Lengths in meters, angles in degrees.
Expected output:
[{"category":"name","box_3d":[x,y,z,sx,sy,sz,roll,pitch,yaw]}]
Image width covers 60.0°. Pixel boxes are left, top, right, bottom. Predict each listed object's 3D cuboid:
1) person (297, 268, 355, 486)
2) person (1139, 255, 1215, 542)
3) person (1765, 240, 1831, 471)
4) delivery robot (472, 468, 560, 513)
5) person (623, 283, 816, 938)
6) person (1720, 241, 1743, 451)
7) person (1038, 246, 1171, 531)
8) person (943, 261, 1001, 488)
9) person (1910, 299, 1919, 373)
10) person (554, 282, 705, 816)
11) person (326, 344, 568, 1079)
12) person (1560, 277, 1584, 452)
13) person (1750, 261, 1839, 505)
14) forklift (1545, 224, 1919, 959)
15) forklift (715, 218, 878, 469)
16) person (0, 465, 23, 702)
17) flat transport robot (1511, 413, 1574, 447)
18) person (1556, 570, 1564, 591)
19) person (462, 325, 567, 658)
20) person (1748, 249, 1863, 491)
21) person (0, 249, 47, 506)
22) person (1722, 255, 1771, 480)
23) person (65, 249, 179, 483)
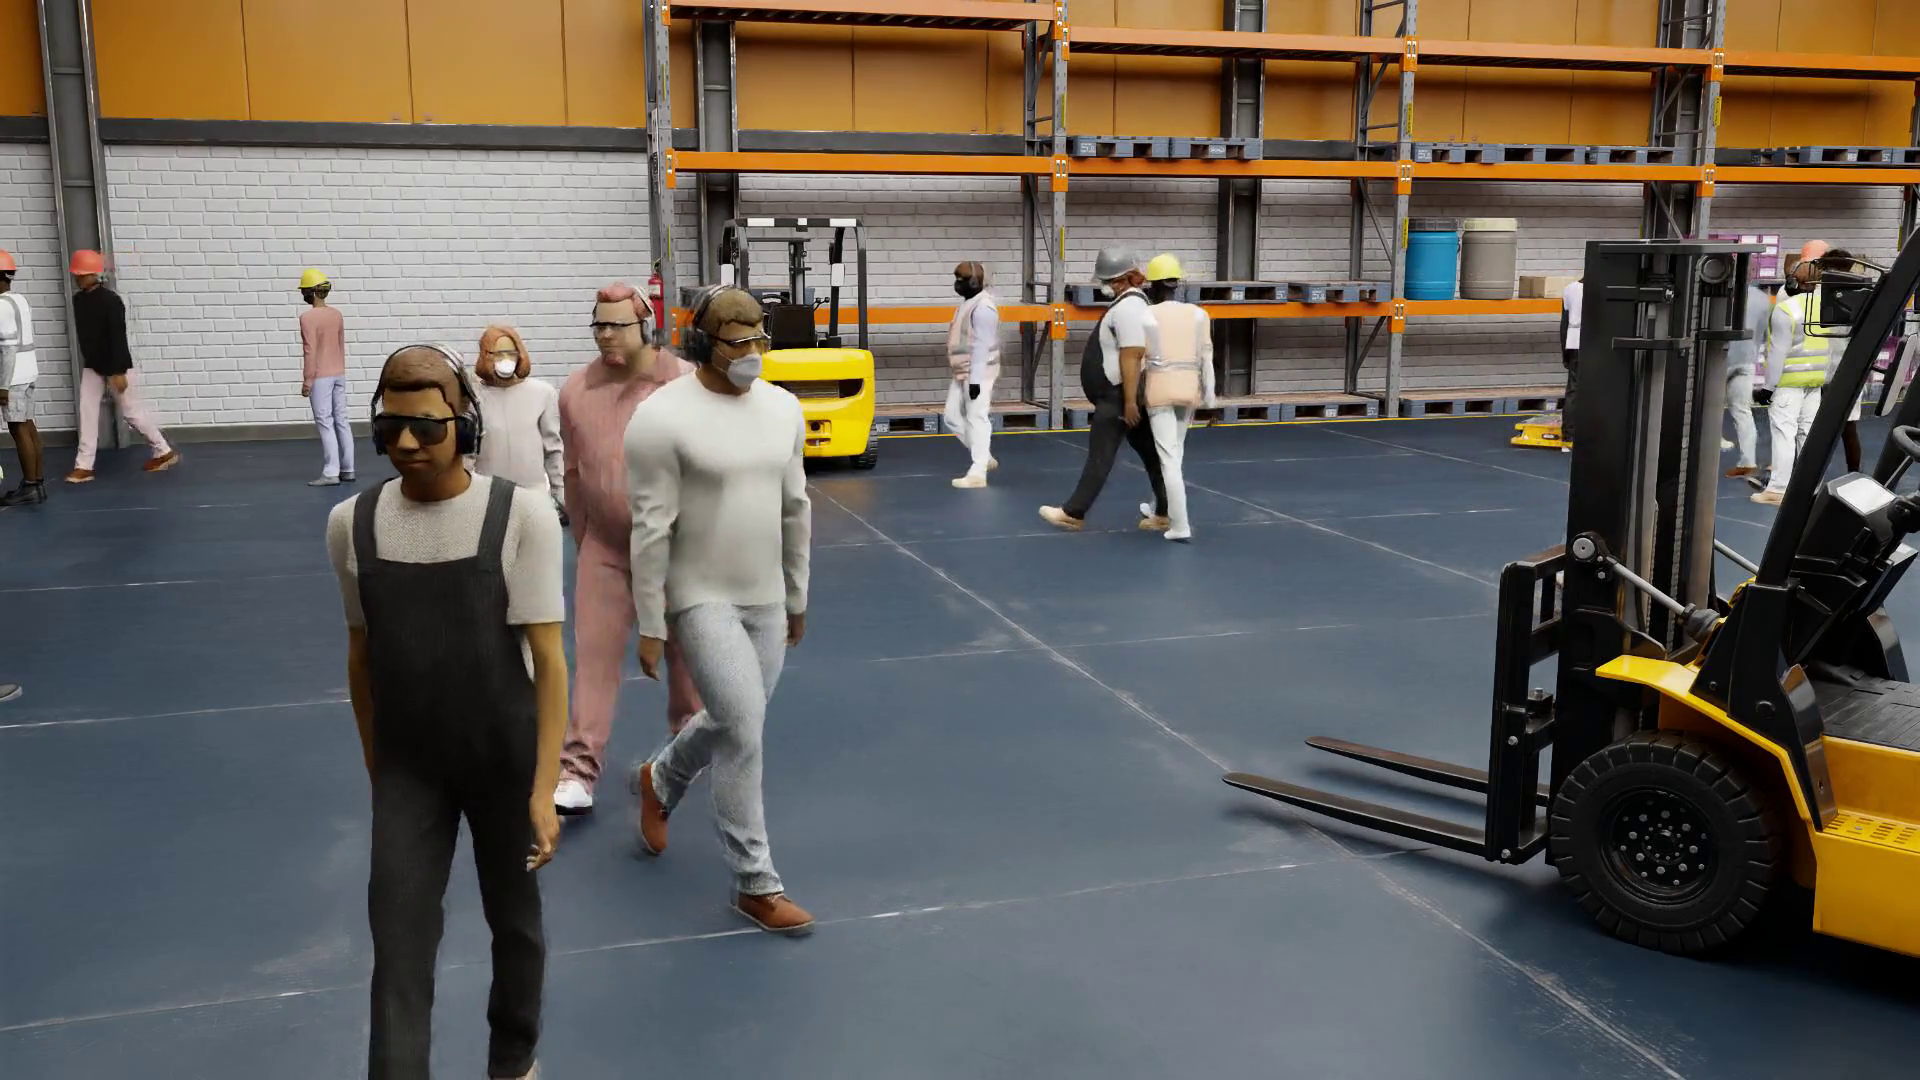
[{"category":"person","box_3d":[-5.203,-1.320,13.563,0.328,1.767,0.532,2,11,12]},{"category":"person","box_3d":[1.372,-0.962,11.240,0.621,1.889,0.930,-4,11,-21]},{"category":"person","box_3d":[7.251,-1.555,14.222,0.624,1.992,0.386,7,13,34]},{"category":"delivery robot","box_3d":[-3.062,-0.391,11.537,0.707,0.478,0.477,4,11,22]},{"category":"person","box_3d":[-0.759,0.176,5.034,0.905,1.902,0.632,9,14,41]},{"category":"person","box_3d":[7.054,-1.800,15.594,0.794,1.987,0.624,-6,12,-29]},{"category":"person","box_3d":[1.071,-1.052,11.337,1.011,2.000,0.731,3,11,15]},{"category":"person","box_3d":[0.097,-1.321,13.387,0.444,1.828,0.655,-3,11,-14]},{"category":"person","box_3d":[10.463,-2.088,17.879,0.486,1.727,0.427,8,13,37]},{"category":"person","box_3d":[-1.152,0.045,5.846,0.643,1.857,0.991,2,10,9]},{"category":"person","box_3d":[-1.061,0.512,3.425,0.512,1.795,0.943,0,10,-3]},{"category":"person","box_3d":[5.874,-1.757,15.541,0.388,1.919,0.594,-7,13,-34]},{"category":"person","box_3d":[6.304,-1.182,12.596,0.620,1.845,0.430,-4,11,-23]},{"category":"forklift","box_3d":[2.909,0.117,4.508,2.313,2.155,1.214,9,14,40]},{"category":"forklift","box_3d":[-1.522,-1.778,14.899,1.214,2.155,2.313,-3,11,-17]},{"category":"person","box_3d":[-4.363,-0.186,7.196,0.592,1.824,0.403,9,14,40]},{"category":"flat transport robot","box_3d":[5.931,-1.081,16.355,0.652,0.197,1.431,6,12,31]},{"category":"person","box_3d":[3.650,-0.482,8.746,0.892,1.856,0.584,0,10,1]},{"category":"person","box_3d":[-2.075,-0.182,7.710,0.534,1.614,0.526,-4,11,-21]},{"category":"person","box_3d":[6.601,-1.254,12.770,0.897,1.922,0.637,-3,11,-17]},{"category":"person","box_3d":[-7.175,-1.223,12.556,0.363,1.939,0.542,-3,11,-15]},{"category":"person","box_3d":[6.477,-1.453,14.020,0.641,1.871,0.865,0,10,-1]},{"category":"person","box_3d":[-7.146,-1.479,14.004,0.640,1.938,0.986,4,11,22]}]
